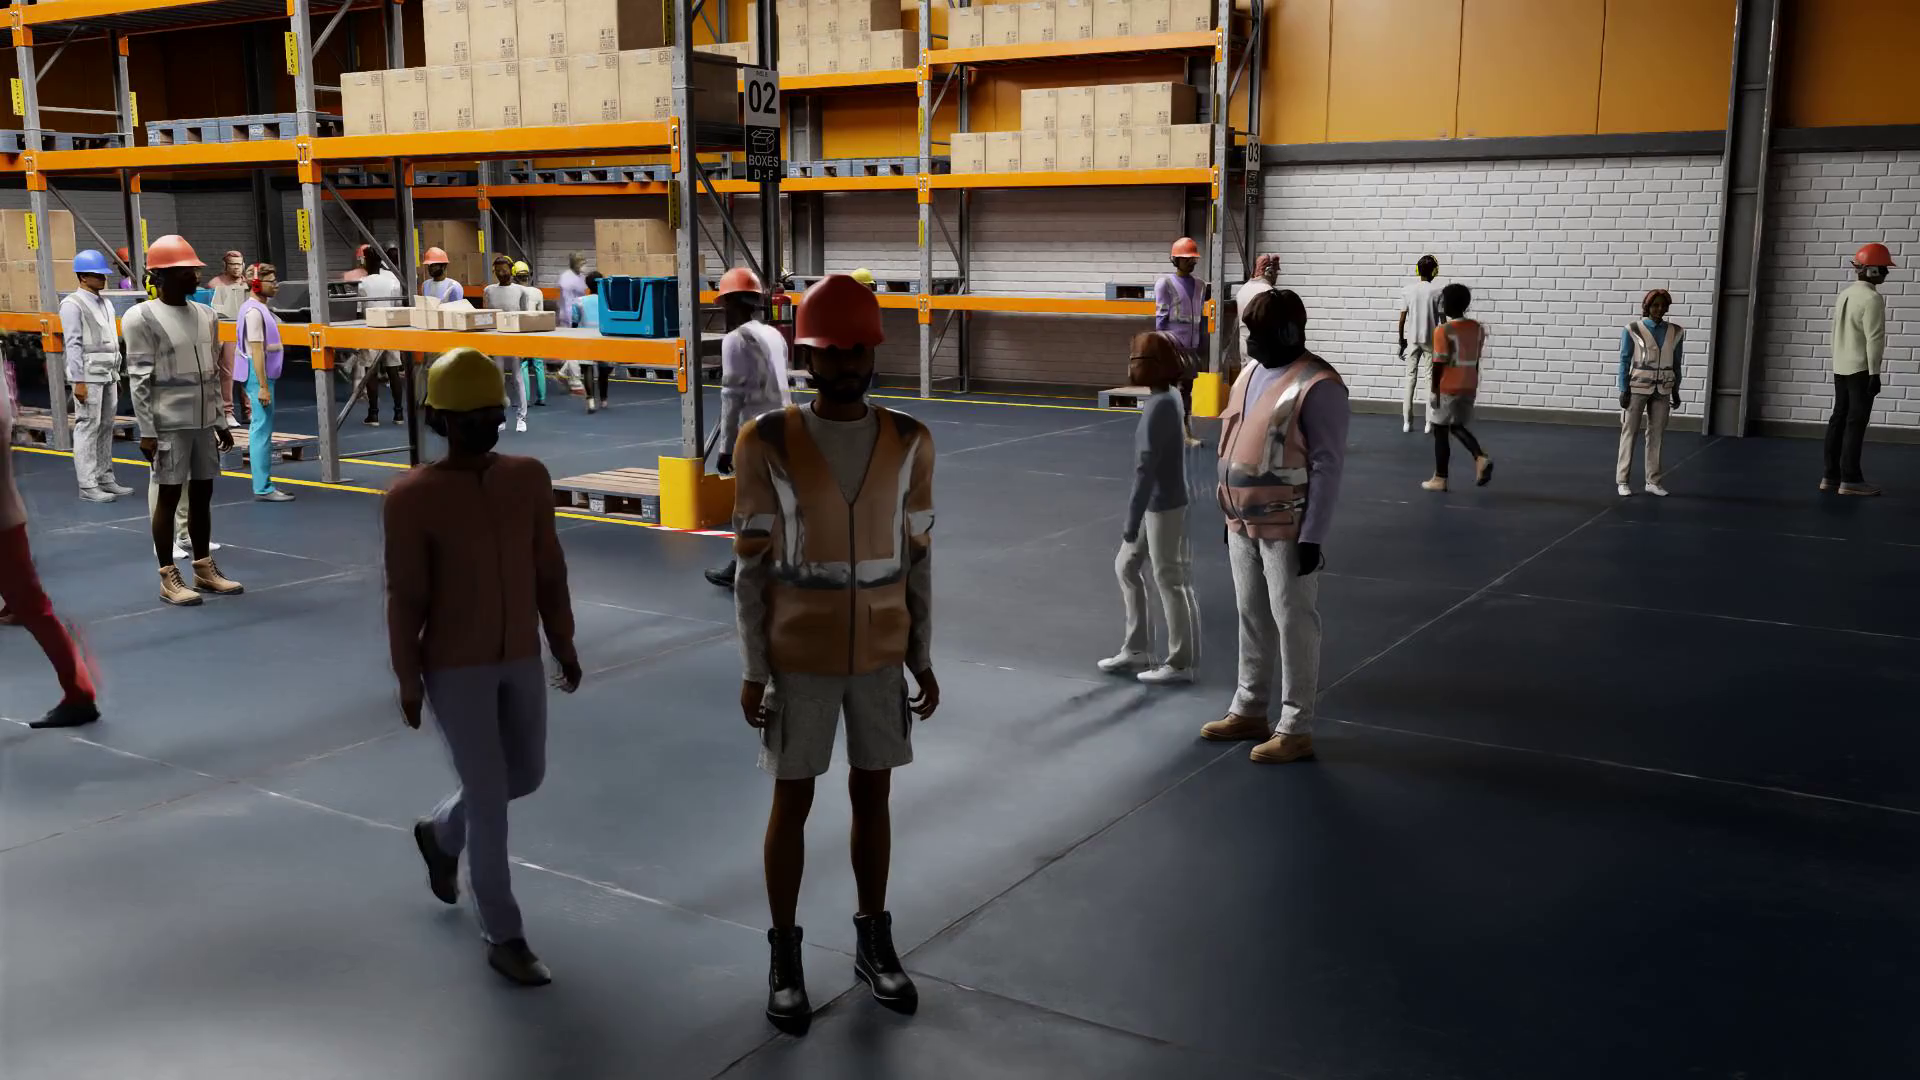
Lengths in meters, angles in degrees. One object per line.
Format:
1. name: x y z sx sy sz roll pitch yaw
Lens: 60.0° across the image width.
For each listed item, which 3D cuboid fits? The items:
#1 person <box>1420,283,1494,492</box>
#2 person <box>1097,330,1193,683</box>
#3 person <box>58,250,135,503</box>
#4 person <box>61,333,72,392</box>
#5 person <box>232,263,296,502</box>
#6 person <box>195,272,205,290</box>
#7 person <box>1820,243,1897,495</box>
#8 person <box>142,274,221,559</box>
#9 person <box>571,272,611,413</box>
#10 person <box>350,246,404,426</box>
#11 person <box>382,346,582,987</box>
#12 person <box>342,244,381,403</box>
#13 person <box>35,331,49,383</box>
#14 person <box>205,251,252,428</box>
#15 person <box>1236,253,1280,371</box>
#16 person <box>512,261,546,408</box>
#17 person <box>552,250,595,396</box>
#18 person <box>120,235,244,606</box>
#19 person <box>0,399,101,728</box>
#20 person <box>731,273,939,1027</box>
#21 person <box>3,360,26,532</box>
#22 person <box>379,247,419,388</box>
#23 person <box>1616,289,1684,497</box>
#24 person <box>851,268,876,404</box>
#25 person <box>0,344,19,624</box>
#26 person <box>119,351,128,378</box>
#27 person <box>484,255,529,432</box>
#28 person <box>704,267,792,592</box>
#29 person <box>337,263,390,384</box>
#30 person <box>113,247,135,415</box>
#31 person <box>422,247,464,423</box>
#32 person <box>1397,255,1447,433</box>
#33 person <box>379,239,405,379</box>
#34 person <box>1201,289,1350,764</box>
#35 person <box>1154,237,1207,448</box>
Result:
1. person: 3.978 -1.202 13.261 0.547 1.683 0.509 -6 12 -31
2. person: 0.817 -0.142 7.574 0.585 1.610 0.531 2 10 11
3. person: -6.704 -1.269 12.919 0.406 1.945 0.613 0 10 0
4. person: -11.925 -2.900 22.278 0.403 1.833 0.591 -2 10 -13
5. person: -5.433 -1.215 12.914 0.392 1.842 0.564 -4 11 -21
6. person: -10.774 -3.001 23.419 0.288 1.626 0.498 6 12 31
7. person: 7.199 -1.363 13.308 0.390 1.992 0.624 0 10 1
8. person: -5.036 -0.822 10.650 0.328 1.876 0.514 3 11 15
9. person: -4.313 -2.334 19.636 0.537 1.655 0.863 -2 10 -12
10. person: -6.369 -2.233 18.207 0.613 1.963 0.361 -7 12 -33
11. person: -1.375 0.321 4.682 0.706 1.742 0.529 8 13 36
12. person: -7.358 -2.685 20.720 0.740 1.958 0.632 4 11 23
13. person: -12.670 -3.065 23.295 0.875 1.808 0.626 3 11 14
14. person: -7.851 -2.182 18.107 0.399 1.905 0.643 5 11 26
15. person: 2.893 -1.781 15.914 0.400 1.896 0.654 -4 11 -19
16. person: -5.284 -2.489 20.189 0.328 1.765 0.528 9 14 41
17. person: -4.992 -2.779 21.436 0.525 1.900 0.683 0 10 2
18. person: -4.333 -0.666 9.301 0.364 2.048 0.611 4 11 21
19. person: -4.026 -0.046 6.756 0.895 1.711 0.543 -5 11 -25
20. person: -0.309 0.288 4.314 0.542 1.939 0.363 -4 11 -19
21. person: -6.168 -0.745 10.288 0.843 1.864 0.675 8 13 39
22. person: -7.702 -3.042 22.817 0.591 1.922 0.391 -7 12 -33
23. person: 5.457 -1.161 13.177 0.510 1.640 0.308 -1 10 -4
24. person: -0.982 -1.822 16.552 0.308 1.743 0.494 -6 12 -31
25. person: -5.308 -0.470 8.821 1.012 1.833 0.621 8 13 37
26. person: -12.073 -3.186 24.471 0.701 1.610 0.459 -3 11 -17
27. person: -4.795 -2.069 17.576 0.510 1.870 0.327 0 10 1
28. person: -1.143 -0.569 9.286 0.855 1.866 0.577 3 11 17
29. person: -8.437 -3.083 23.400 0.746 1.795 0.598 -1 10 -4
30. person: -9.607 -2.422 19.345 0.376 1.932 0.551 0 10 2
31. person: -5.722 -2.242 18.334 0.542 1.939 0.362 4 11 21
32. person: 4.876 -2.058 17.526 0.535 1.863 0.309 6 12 28
33. person: -8.244 -3.369 24.296 0.538 2.000 0.681 5 11 24
34. person: 1.219 -0.055 6.509 0.429 1.837 0.621 -5 11 -24
35. person: 2.158 -1.893 16.113 0.608 2.043 0.378 -7 13 -36
